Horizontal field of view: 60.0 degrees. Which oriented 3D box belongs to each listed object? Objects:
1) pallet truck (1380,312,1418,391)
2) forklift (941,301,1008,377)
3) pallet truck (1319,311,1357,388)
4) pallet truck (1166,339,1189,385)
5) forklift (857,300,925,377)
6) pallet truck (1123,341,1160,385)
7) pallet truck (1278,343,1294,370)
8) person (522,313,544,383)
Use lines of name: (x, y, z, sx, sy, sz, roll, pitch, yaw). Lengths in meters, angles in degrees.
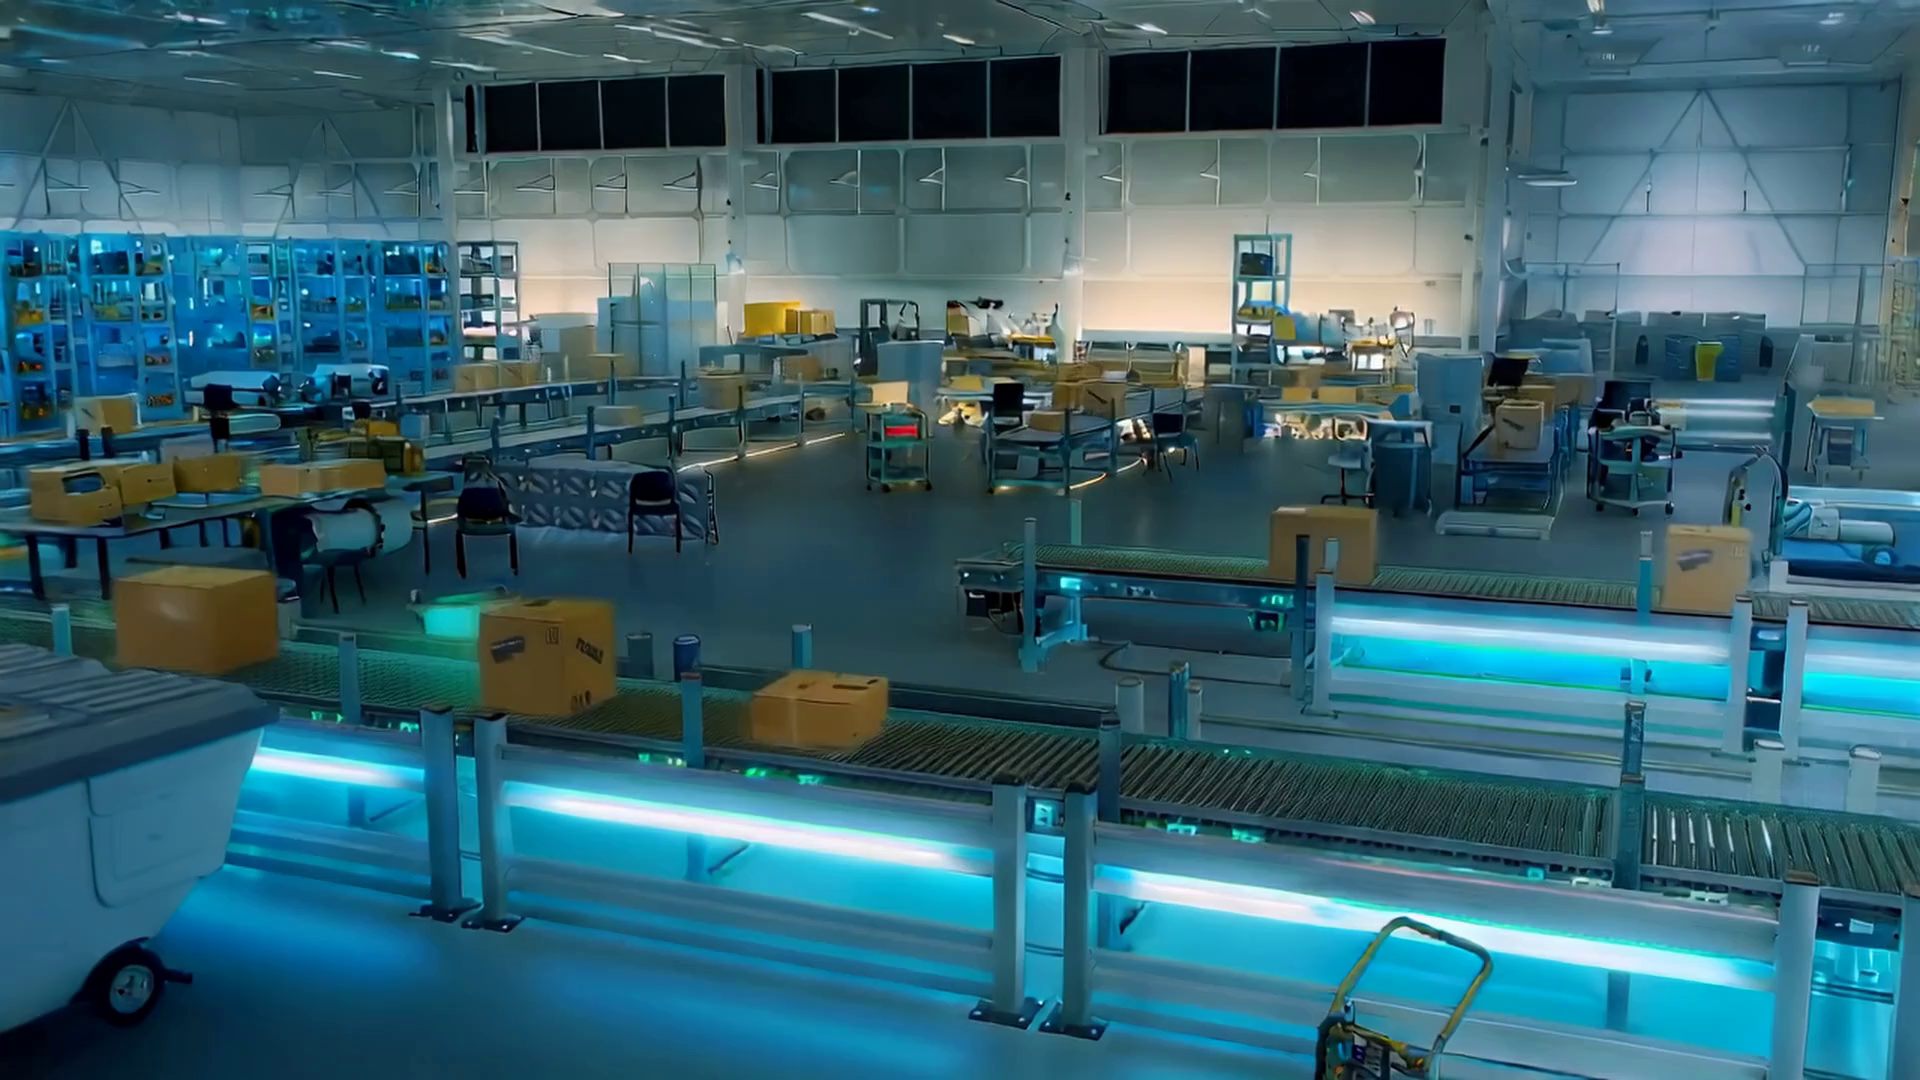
pallet truck: (10.207, -4.283, 38.369, 0.823, 1.965, 1.885, 3, 10, 20)
forklift: (0.365, -4.966, 41.571, 1.157, 1.987, 2.680, 3, 10, 20)
pallet truck: (9.071, -4.419, 39.190, 0.823, 1.965, 1.885, 5, 10, 26)
pallet truck: (5.418, -4.269, 40.420, 0.704, 1.261, 1.522, 3, 10, 20)
forklift: (-1.732, -5.109, 42.468, 1.157, 1.987, 2.680, 4, 10, 22)
pallet truck: (4.445, -4.380, 41.279, 0.680, 1.201, 1.601, 4, 10, 22)
pallet truck: (7.886, -4.163, 39.743, 0.653, 1.274, 1.630, 4, 10, 22)
person: (-10.955, -4.912, 42.712, 0.589, 1.822, 0.403, 6, 11, 32)
